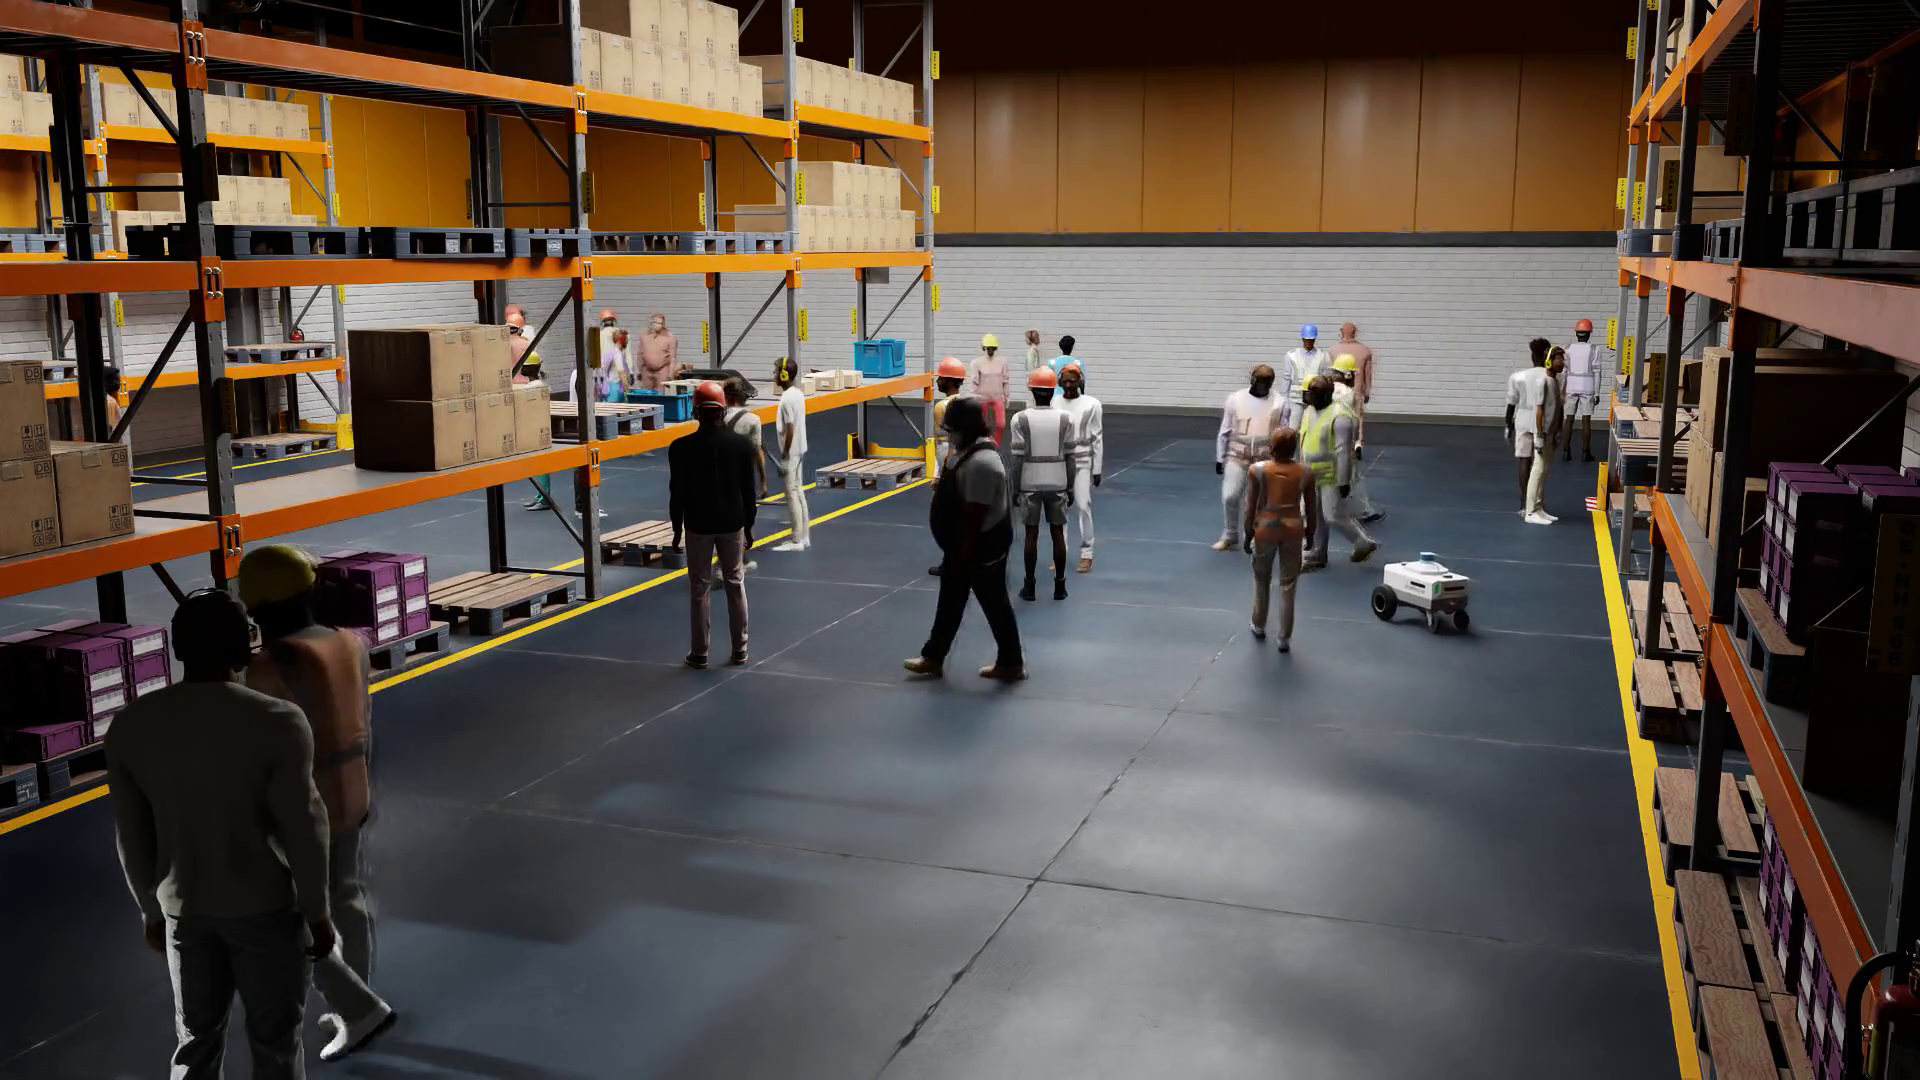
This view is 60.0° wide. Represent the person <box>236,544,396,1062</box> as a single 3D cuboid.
[{"bbox_3d":[-2.276,0.945,5.869,0.409,1.904,0.675,3,11,17],"label":"person"}]

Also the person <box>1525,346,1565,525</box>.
[{"bbox_3d":[6.188,-1.106,17.532,0.330,1.872,0.512,7,12,33],"label":"person"}]

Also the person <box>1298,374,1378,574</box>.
[{"bbox_3d":[3.328,-0.586,14.802,0.766,1.807,0.663,-5,11,-25],"label":"person"}]

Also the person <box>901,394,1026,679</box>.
[{"bbox_3d":[0.026,-0.040,11.046,0.907,2.000,0.761,-2,10,-12],"label":"person"}]

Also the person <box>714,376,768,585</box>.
[{"bbox_3d":[-1.974,-0.521,14.454,0.530,1.806,0.961,3,11,18],"label":"person"}]

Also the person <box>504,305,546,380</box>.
[{"bbox_3d":[-6.679,-2.627,25.730,0.655,1.996,0.702,8,13,37],"label":"person"}]

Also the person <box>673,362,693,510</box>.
[{"bbox_3d":[-3.036,-1.131,18.316,0.311,1.642,0.512,-5,11,-27],"label":"person"}]

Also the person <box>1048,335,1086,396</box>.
[{"bbox_3d":[1.451,-1.942,22.725,0.538,1.695,0.320,2,10,14],"label":"person"}]

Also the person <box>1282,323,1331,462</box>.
[{"bbox_3d":[4.401,-1.786,21.168,0.610,1.938,0.411,1,10,8],"label":"person"}]

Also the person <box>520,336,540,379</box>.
[{"bbox_3d":[-6.226,-2.094,23.760,0.500,1.633,0.280,2,10,9],"label":"person"}]

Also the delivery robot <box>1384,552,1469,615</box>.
[{"bbox_3d":[3.595,0.338,12.835,0.477,0.478,0.707,-4,11,-21],"label":"delivery robot"}]

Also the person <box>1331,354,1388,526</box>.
[{"bbox_3d":[4.031,-1.026,17.299,0.824,1.791,0.616,-3,11,-17],"label":"person"}]

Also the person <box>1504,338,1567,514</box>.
[{"bbox_3d":[6.279,-1.243,18.175,0.625,1.924,0.915,3,11,16],"label":"person"}]

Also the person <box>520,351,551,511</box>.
[{"bbox_3d":[-4.711,-1.207,18.390,0.315,1.769,0.525,-3,11,-18],"label":"person"}]

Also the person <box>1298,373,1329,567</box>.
[{"bbox_3d":[3.215,-0.633,15.162,0.327,1.767,0.533,4,11,20],"label":"person"}]

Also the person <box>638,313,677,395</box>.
[{"bbox_3d":[-4.757,-2.644,26.184,0.679,1.874,0.456,2,10,13],"label":"person"}]

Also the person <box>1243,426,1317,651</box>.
[{"bbox_3d":[2.341,-0.031,12.207,0.539,1.604,0.778,1,10,7],"label":"person"}]

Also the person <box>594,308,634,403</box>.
[{"bbox_3d":[-5.288,-2.541,25.315,0.649,1.974,0.505,-1,10,-8],"label":"person"}]

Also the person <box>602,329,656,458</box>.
[{"bbox_3d":[-4.724,-1.989,22.734,0.986,1.790,0.601,-1,10,-6],"label":"person"}]

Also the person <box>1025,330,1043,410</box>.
[{"bbox_3d":[1.236,-2.467,25.928,0.647,1.617,0.541,2,10,13],"label":"person"}]

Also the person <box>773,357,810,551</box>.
[{"bbox_3d":[-1.626,-0.817,15.921,0.310,1.865,0.532,2,10,9],"label":"person"}]

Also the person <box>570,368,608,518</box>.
[{"bbox_3d":[-4.035,-1.189,17.875,0.395,1.915,0.587,-3,10,-15],"label":"person"}]

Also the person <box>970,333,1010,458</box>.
[{"bbox_3d":[0.400,-1.889,22.254,0.570,1.747,0.466,-2,10,-13],"label":"person"}]

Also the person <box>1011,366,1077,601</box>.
[{"bbox_3d":[0.682,-0.460,13.699,0.543,1.938,0.357,-1,10,-4],"label":"person"}]

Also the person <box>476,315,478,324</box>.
[{"bbox_3d":[-7.096,-2.430,24.884,0.405,1.906,0.653,4,11,22],"label":"person"}]

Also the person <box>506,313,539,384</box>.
[{"bbox_3d":[-6.020,-2.081,22.662,0.611,1.996,0.378,2,10,11],"label":"person"}]

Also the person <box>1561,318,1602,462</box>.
[{"bbox_3d":[8.394,-2.023,22.502,0.542,1.940,0.355,7,12,33],"label":"person"}]

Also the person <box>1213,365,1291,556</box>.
[{"bbox_3d":[2.762,-0.746,15.680,0.681,1.820,0.505,3,10,15],"label":"person"}]

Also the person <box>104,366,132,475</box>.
[{"bbox_3d":[-8.754,-0.951,17.147,0.363,1.683,0.561,-6,12,-32],"label":"person"}]

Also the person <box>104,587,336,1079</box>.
[{"bbox_3d":[-2.164,1.094,4.947,0.627,1.941,0.371,1,10,5],"label":"person"}]

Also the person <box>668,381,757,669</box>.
[{"bbox_3d":[-1.709,-0.101,11.519,0.610,1.995,0.375,-4,11,-21],"label":"person"}]

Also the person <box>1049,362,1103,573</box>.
[{"bbox_3d":[0.980,-0.653,14.963,0.595,1.882,0.406,4,11,21],"label":"person"}]

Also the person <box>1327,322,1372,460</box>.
[{"bbox_3d":[5.332,-2.051,22.832,0.649,1.875,0.918,0,10,0],"label":"person"}]

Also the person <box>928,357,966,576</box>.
[{"bbox_3d":[-0.075,-0.646,14.734,0.345,1.940,0.551,7,12,34],"label":"person"}]
